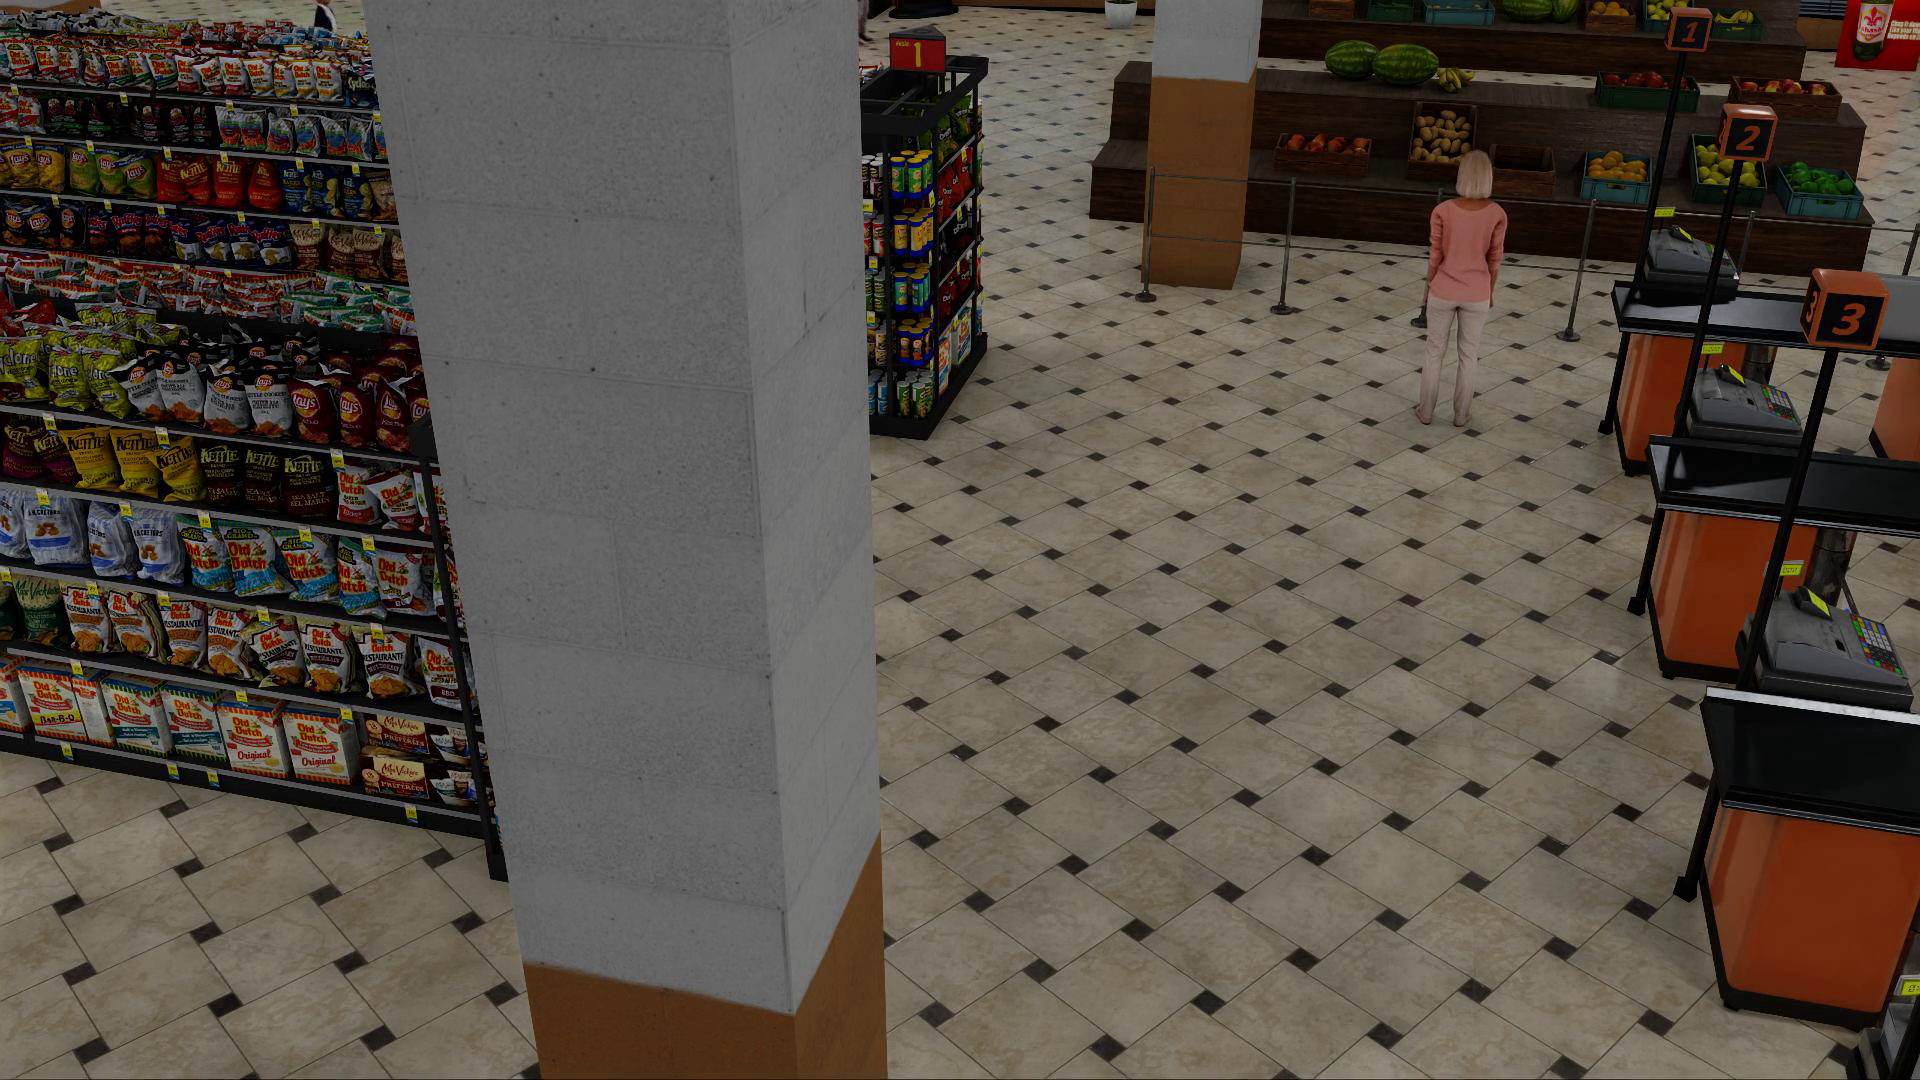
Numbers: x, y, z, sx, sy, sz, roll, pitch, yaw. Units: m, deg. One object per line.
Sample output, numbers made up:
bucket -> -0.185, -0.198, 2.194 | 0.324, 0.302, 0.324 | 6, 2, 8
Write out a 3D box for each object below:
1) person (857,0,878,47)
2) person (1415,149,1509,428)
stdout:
person -> -1.185, -6.575, 19.790 | 0.507, 1.309, 0.511 | 12, 31, 22
person -> 3.031, -1.517, 10.093 | 0.460, 1.724, 0.660 | 6, 29, 11
